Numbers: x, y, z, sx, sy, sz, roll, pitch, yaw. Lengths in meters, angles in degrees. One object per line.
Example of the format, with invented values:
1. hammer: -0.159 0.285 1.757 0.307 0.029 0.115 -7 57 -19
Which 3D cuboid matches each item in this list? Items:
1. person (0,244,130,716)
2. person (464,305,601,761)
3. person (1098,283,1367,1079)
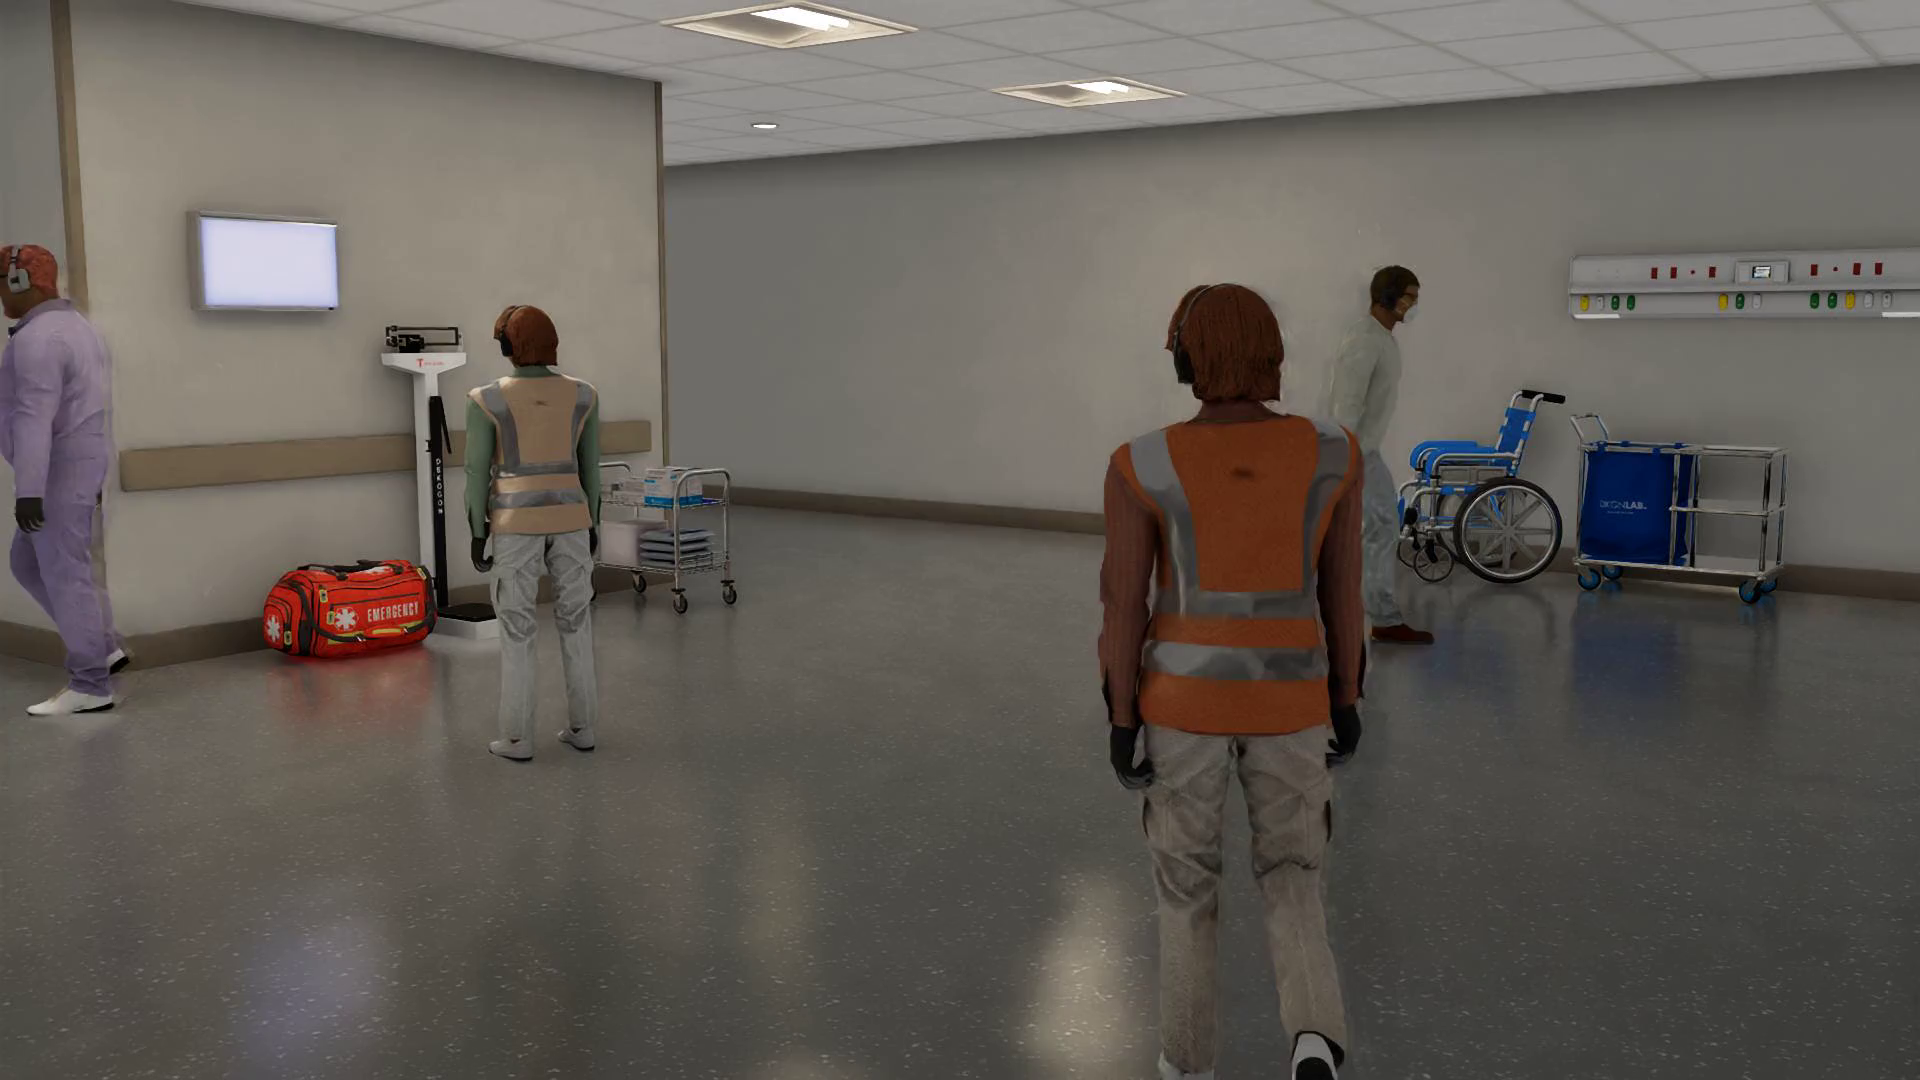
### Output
1. person: -3.647 -0.238 6.682 0.451 1.881 0.759 -2 7 -16
2. person: -1.525 -0.024 5.995 0.507 1.629 0.315 -5 8 -33
3. person: 0.519 0.336 3.093 0.529 1.620 0.569 0 7 -4
